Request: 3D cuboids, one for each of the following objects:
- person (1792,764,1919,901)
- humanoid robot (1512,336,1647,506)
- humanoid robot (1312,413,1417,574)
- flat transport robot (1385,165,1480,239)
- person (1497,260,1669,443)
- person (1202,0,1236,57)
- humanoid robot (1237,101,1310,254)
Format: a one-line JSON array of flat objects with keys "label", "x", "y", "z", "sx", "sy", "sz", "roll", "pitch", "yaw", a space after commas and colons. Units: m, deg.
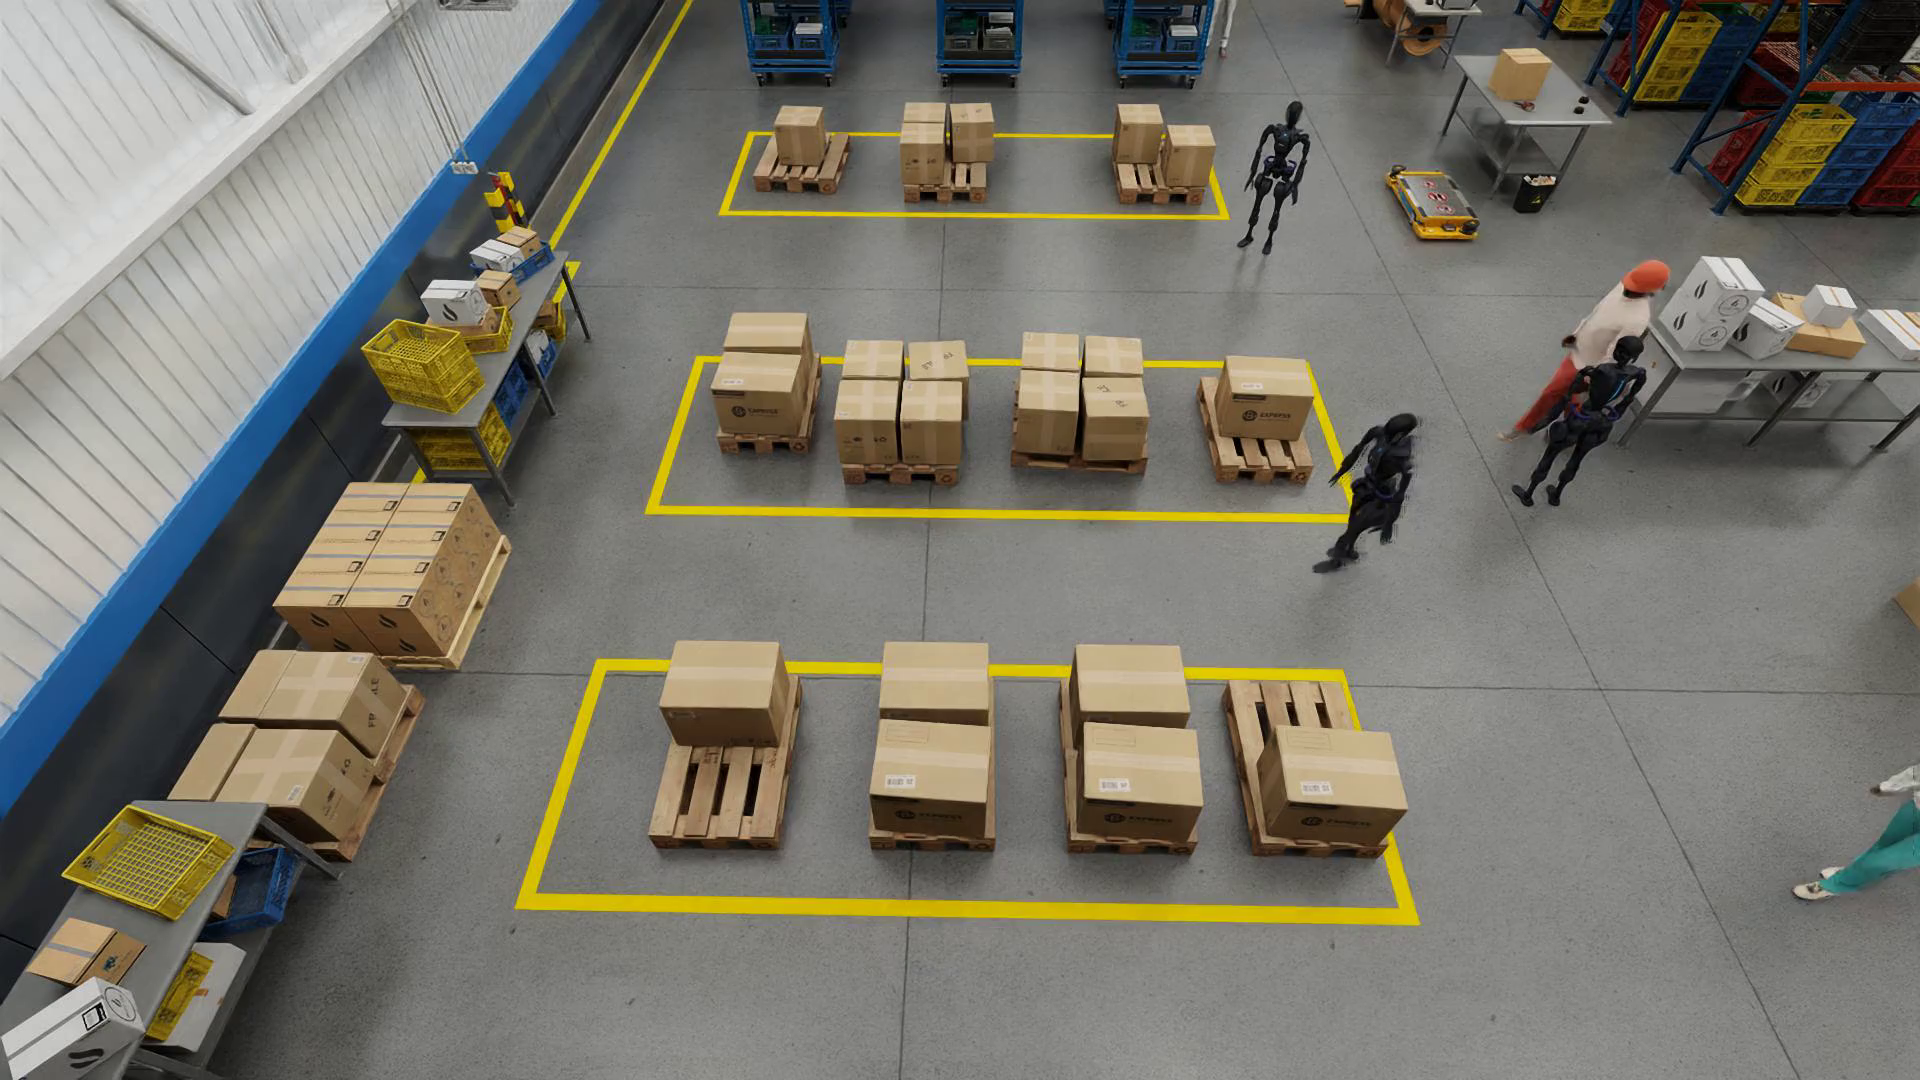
[{"label": "person", "x": 5.440, "y": 1.590, "z": 5.174, "sx": 0.675, "sy": 1.736, "sz": 0.545, "roll": -1, "pitch": 49, "yaw": -1}, {"label": "humanoid robot", "x": 5.013, "y": -0.942, "z": 7.409, "sx": 0.602, "sy": 1.654, "sz": 0.315, "roll": 3, "pitch": 49, "yaw": 3}, {"label": "humanoid robot", "x": 3.066, "y": -0.338, "z": 6.894, "sx": 0.460, "sy": 1.640, "sz": 0.694, "roll": -7, "pitch": 50, "yaw": -6}, {"label": "flat transport robot", "x": 5.692, "y": -4.094, "z": 11.059, "sx": 0.652, "sy": 0.197, "sz": 1.431, "roll": 1, "pitch": 49, "yaw": 1}, {"label": "person", "x": 5.344, "y": -1.551, "z": 7.765, "sx": 0.675, "sy": 1.948, "sz": 0.684, "roll": 16, "pitch": 51, "yaw": 13}, {"label": "person", "x": 3.948, "y": -8.174, "z": 13.542, "sx": 0.573, "sy": 1.882, "sz": 0.356, "roll": 8, "pitch": 50, "yaw": 7}, {"label": "humanoid robot", "x": 3.437, "y": -3.938, "z": 9.998, "sx": 0.610, "sy": 1.661, "sz": 0.314, "roll": 25, "pitch": 53, "yaw": 20}]
